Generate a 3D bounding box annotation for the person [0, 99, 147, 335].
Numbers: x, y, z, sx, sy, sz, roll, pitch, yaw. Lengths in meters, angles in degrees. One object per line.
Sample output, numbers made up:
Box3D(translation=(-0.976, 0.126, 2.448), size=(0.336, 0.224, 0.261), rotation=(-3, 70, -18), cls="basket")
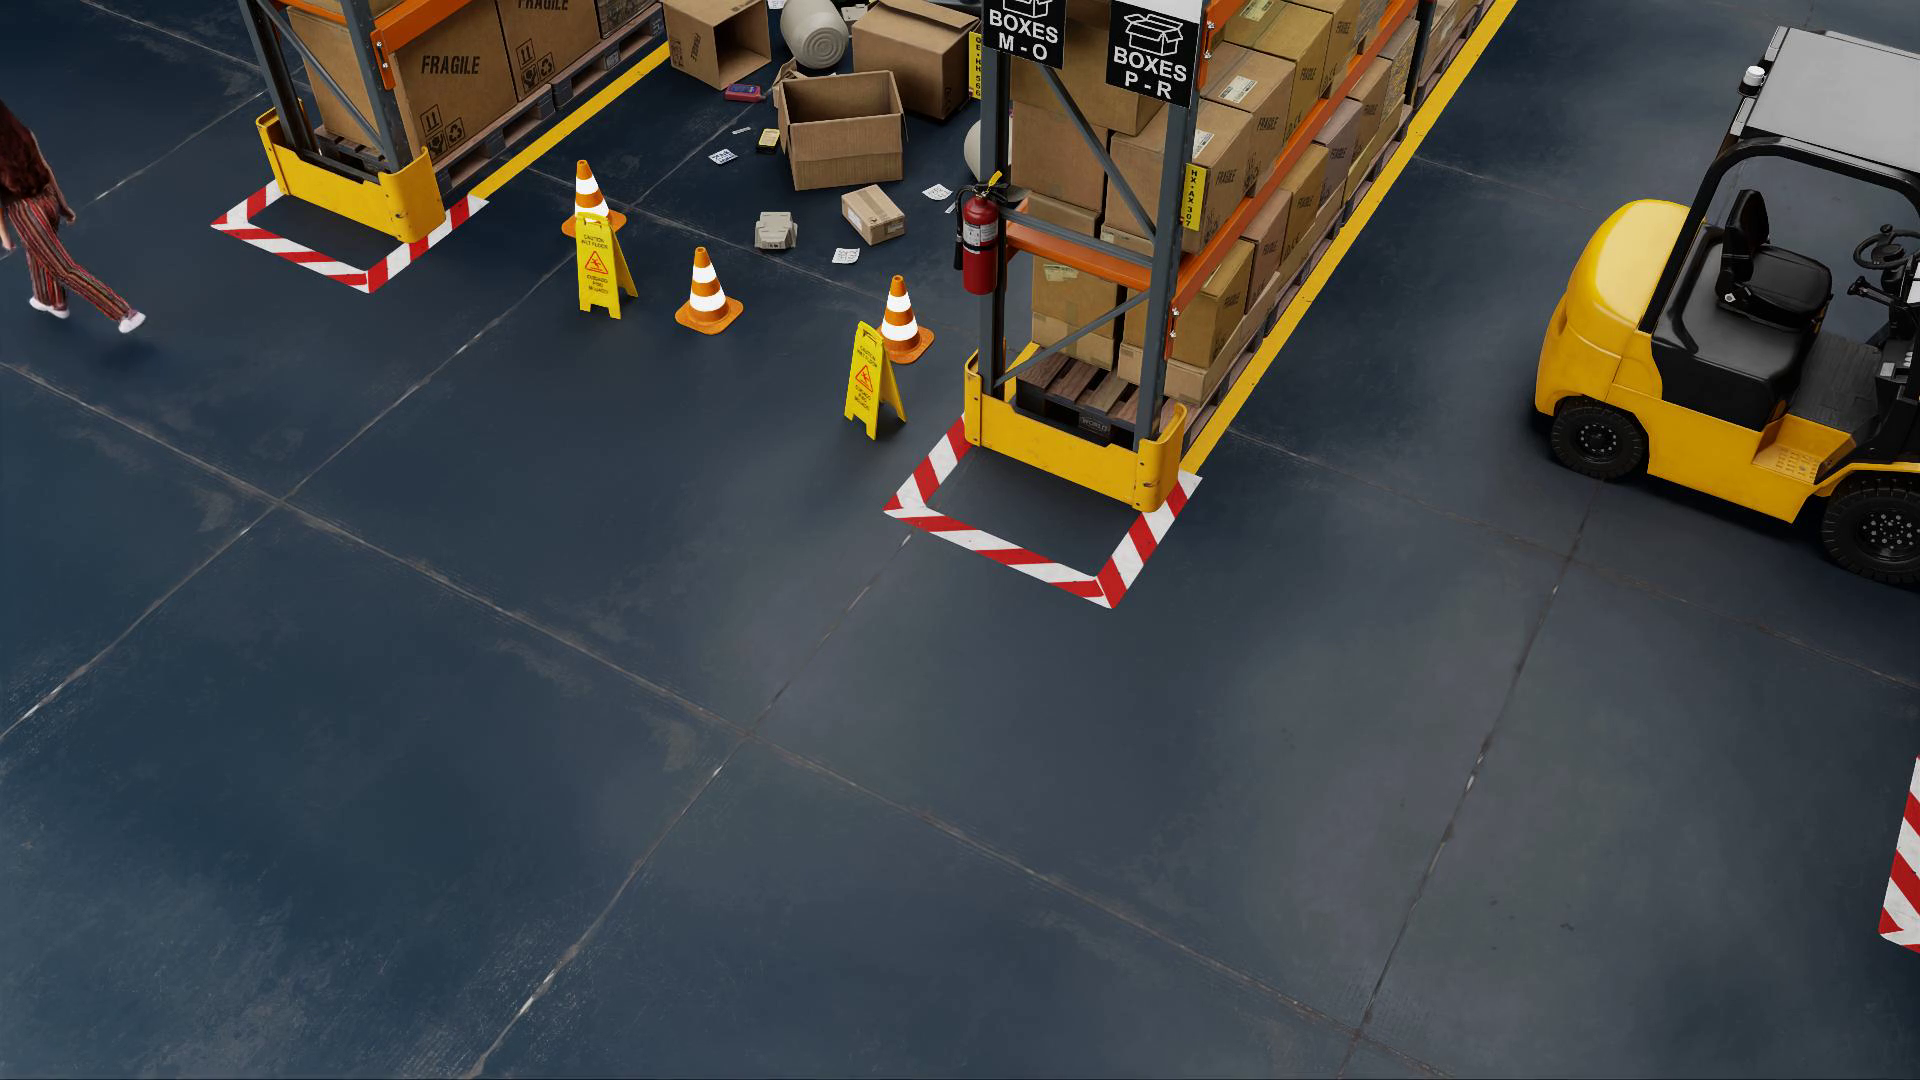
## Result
Box3D(translation=(-5.019, -1.754, 9.150), size=(0.741, 1.531, 1.062), rotation=(15, 49, 13), cls="person")
